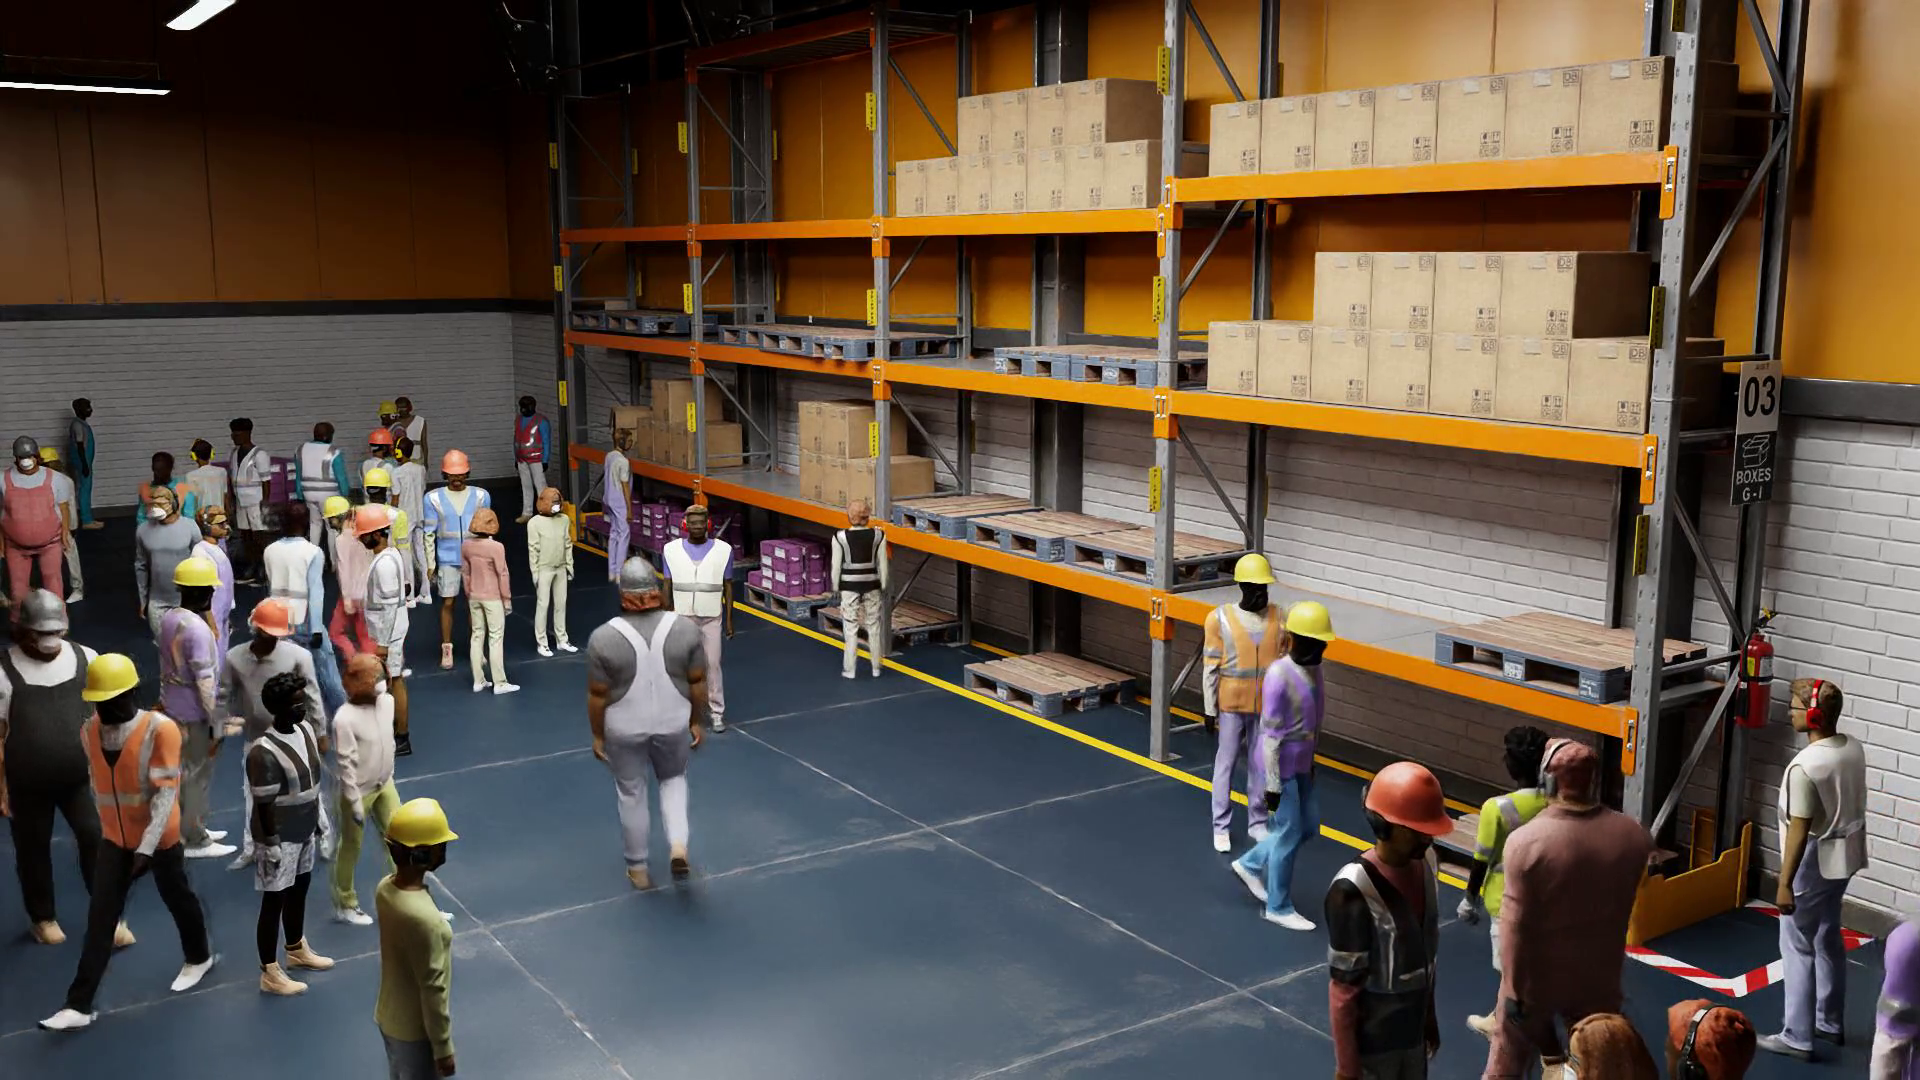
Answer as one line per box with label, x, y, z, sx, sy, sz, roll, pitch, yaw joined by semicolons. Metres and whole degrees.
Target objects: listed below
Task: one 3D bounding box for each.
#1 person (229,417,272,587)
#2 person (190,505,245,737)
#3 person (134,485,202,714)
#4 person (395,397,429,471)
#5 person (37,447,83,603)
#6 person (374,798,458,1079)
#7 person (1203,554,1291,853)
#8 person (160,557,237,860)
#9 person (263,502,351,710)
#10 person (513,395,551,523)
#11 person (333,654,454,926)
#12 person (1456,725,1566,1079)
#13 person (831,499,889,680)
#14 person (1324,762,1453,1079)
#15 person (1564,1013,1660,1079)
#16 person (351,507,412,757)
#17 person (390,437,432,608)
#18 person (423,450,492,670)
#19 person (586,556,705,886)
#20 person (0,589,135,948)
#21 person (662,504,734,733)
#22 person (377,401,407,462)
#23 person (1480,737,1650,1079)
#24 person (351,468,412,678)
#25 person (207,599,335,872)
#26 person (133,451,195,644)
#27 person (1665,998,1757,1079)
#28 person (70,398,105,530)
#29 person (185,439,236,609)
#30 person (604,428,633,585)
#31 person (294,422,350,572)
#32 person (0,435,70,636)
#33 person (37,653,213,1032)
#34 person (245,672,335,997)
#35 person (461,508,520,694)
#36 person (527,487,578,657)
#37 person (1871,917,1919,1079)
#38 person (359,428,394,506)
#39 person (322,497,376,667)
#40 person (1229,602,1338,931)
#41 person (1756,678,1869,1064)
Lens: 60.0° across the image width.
person;-8.222;-0.438;19.255;0.653;1.955;0.398;6;11;32
person;-5.923;0.636;13.255;0.344;1.847;0.504;-2;10;-12
person;-6.509;0.499;13.786;0.636;1.938;0.355;1;10;3
person;-7.848;-1.128;23.665;0.570;1.832;0.397;-1;10;-5
person;-9.950;-0.164;18.282;0.496;1.734;0.340;2;10;11
person;-2.061;1.851;6.386;0.340;1.761;0.527;-6;12;-33
person;1.843;1.037;10.653;0.593;1.930;0.355;-2;10;-12
person;-4.840;1.059;10.579;0.403;1.917;0.593;-7;12;-36
person;-5.260;0.629;13.284;0.617;1.853;1.012;4;10;21
person;-6.113;-1.139;23.686;0.630;1.842;0.429;6;11;30
person;-3.240;1.427;9.323;0.805;1.592;0.516;4;10;22
person;2.625;1.680;7.664;0.528;1.664;0.833;-5;11;-26
person;-0.898;0.447;14.974;0.523;1.638;0.310;-2;10;-12
person;1.566;1.777;6.033;0.403;2.030;0.612;9;14;44
person;1.888;2.170;4.898;0.283;1.627;0.501;1;10;6
person;-4.389;0.698;12.649;0.374;1.928;0.543;-3;10;-17
person;-5.991;-0.192;18.082;0.326;1.863;0.509;5;11;27
person;-4.611;0.181;15.354;0.615;2.039;0.391;-4;11;-24
person;-1.908;1.088;10.033;0.701;2.000;0.536;-4;10;-20
person;-4.910;1.258;9.035;0.695;2.000;0.830;-9;13;-43
person;-2.092;0.625;13.308;0.570;1.849;0.383;-1;10;-6
person;-7.869;-1.026;23.092;0.403;1.825;0.592;-7;12;-35
person;2.436;1.712;6.864;0.655;1.869;0.891;-1;10;-7
person;-5.222;0.309;14.984;0.583;1.918;0.407;1;10;4
person;-4.294;1.190;10.377;0.692;1.727;0.471;1;10;8
person;-7.886;0.055;16.535;0.622;1.910;0.572;3;10;16
person;1.963;2.127;4.415;0.576;1.880;0.351;-5;11;-27
person;-12.215;-1.065;23.239;0.335;1.845;0.513;-4;11;-25
person;-8.049;-0.150;17.817;0.325;1.865;0.516;5;11;27
person;-3.951;-0.393;19.332;0.339;1.834;0.523;-7;12;-35
person;-7.663;-0.509;20.040;0.637;1.829;0.466;2;10;13
person;-9.250;-0.031;16.600;0.672;2.000;0.536;-5;11;-28
person;-4.143;1.474;8.303;0.590;1.861;1.030;2;10;10
person;-3.486;1.505;8.625;0.322;1.690;0.532;1;10;5
person;-4.115;0.528;14.508;0.499;1.634;0.279;5;11;27
person;-3.898;0.299;15.889;0.291;1.626;0.502;7;12;36
person;3.338;1.903;5.307;0.636;2.019;0.613;-1;10;-7
person;-6.343;-0.264;18.305;0.543;1.929;0.386;7;12;37
person;-5.288;0.487;14.444;0.453;1.727;0.547;1;10;3
person;1.860;1.261;9.426;0.563;1.902;0.637;6;11;32
person;4.063;1.560;7.872;0.574;1.835;0.384;-7;12;-37
